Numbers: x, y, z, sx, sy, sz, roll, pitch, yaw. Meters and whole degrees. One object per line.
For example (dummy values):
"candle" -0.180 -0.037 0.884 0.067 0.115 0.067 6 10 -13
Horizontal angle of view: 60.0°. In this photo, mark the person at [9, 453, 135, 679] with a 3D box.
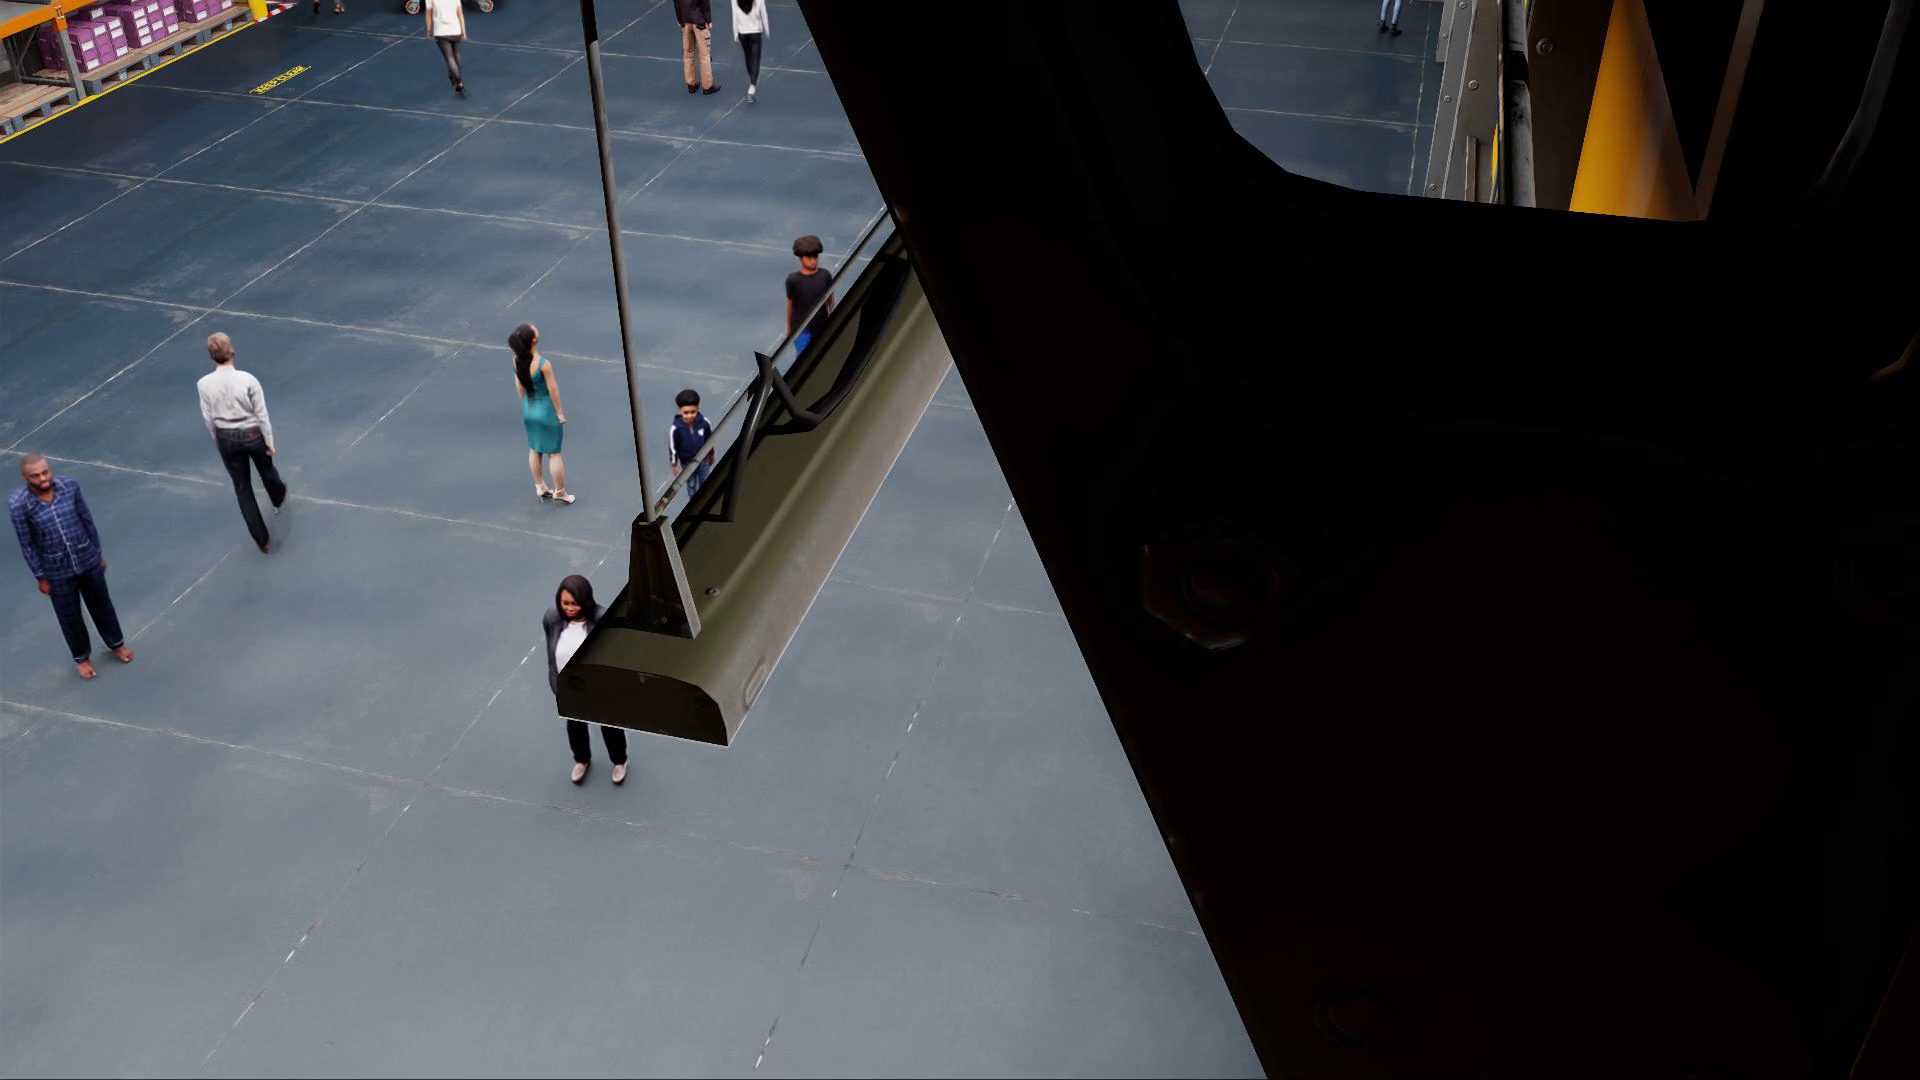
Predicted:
"person" -6.368 0.155 11.876 0.701 1.817 0.815 -29 43 -36

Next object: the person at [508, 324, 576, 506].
"person" -3.476 -1.039 13.794 0.581 1.682 0.547 15 36 21

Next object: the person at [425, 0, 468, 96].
"person" -6.949 -6.882 22.583 1.094 1.683 1.123 -19 38 -26

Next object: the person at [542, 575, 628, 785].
"person" -2.452 0.914 10.934 0.717 1.595 0.718 2 34 3

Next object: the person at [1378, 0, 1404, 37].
"person" 6.561 -8.484 24.960 0.678 1.721 0.652 -26 42 -33

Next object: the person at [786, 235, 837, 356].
"person" -1.376 -1.956 15.113 1.074 1.748 1.236 -13 36 -18

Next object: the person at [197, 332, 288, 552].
"person" -5.742 -0.747 13.277 1.040 1.768 1.268 -8 34 -12

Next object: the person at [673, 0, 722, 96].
"person" -3.614 -7.045 22.610 0.712 1.925 0.625 12 35 17

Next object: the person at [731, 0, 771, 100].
"person" -2.834 -6.787 22.461 0.778 1.660 1.173 2 34 3

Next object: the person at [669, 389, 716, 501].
"person" -2.205 -0.714 13.739 0.735 1.200 0.863 -8 34 -12

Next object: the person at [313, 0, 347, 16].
"person" -9.867 -8.902 25.639 0.621 1.665 0.840 8 34 12
